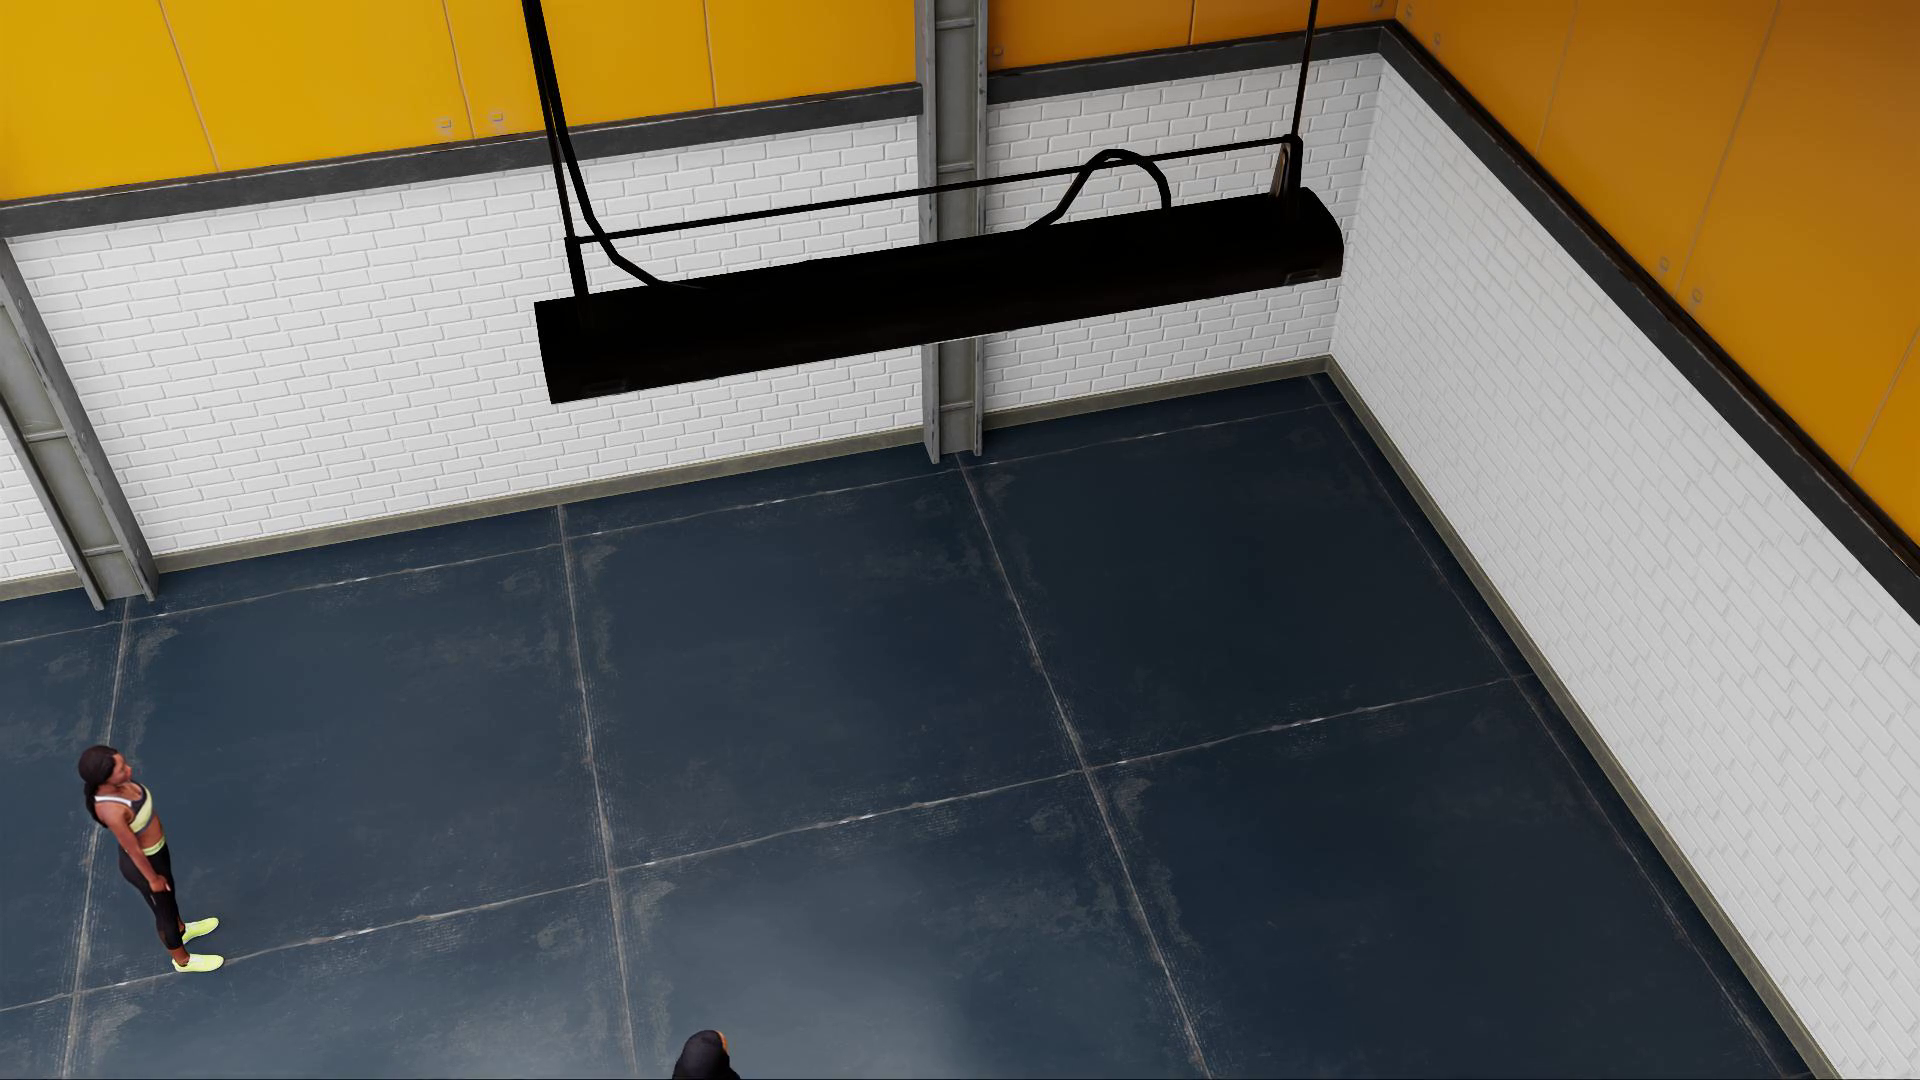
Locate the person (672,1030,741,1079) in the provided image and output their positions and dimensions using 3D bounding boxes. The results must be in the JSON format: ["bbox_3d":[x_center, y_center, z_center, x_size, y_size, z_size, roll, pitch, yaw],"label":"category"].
[{"bbox_3d":[-1.181,2.844,7.915,0.878,1.602,0.997,30,51,28],"label":"person"}]

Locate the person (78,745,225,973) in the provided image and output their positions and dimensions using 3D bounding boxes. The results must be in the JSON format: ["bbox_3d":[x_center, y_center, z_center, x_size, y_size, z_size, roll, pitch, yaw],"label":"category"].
[{"bbox_3d":[-4.410,1.714,8.992,0.542,1.753,0.592,-16,46,-16],"label":"person"}]
